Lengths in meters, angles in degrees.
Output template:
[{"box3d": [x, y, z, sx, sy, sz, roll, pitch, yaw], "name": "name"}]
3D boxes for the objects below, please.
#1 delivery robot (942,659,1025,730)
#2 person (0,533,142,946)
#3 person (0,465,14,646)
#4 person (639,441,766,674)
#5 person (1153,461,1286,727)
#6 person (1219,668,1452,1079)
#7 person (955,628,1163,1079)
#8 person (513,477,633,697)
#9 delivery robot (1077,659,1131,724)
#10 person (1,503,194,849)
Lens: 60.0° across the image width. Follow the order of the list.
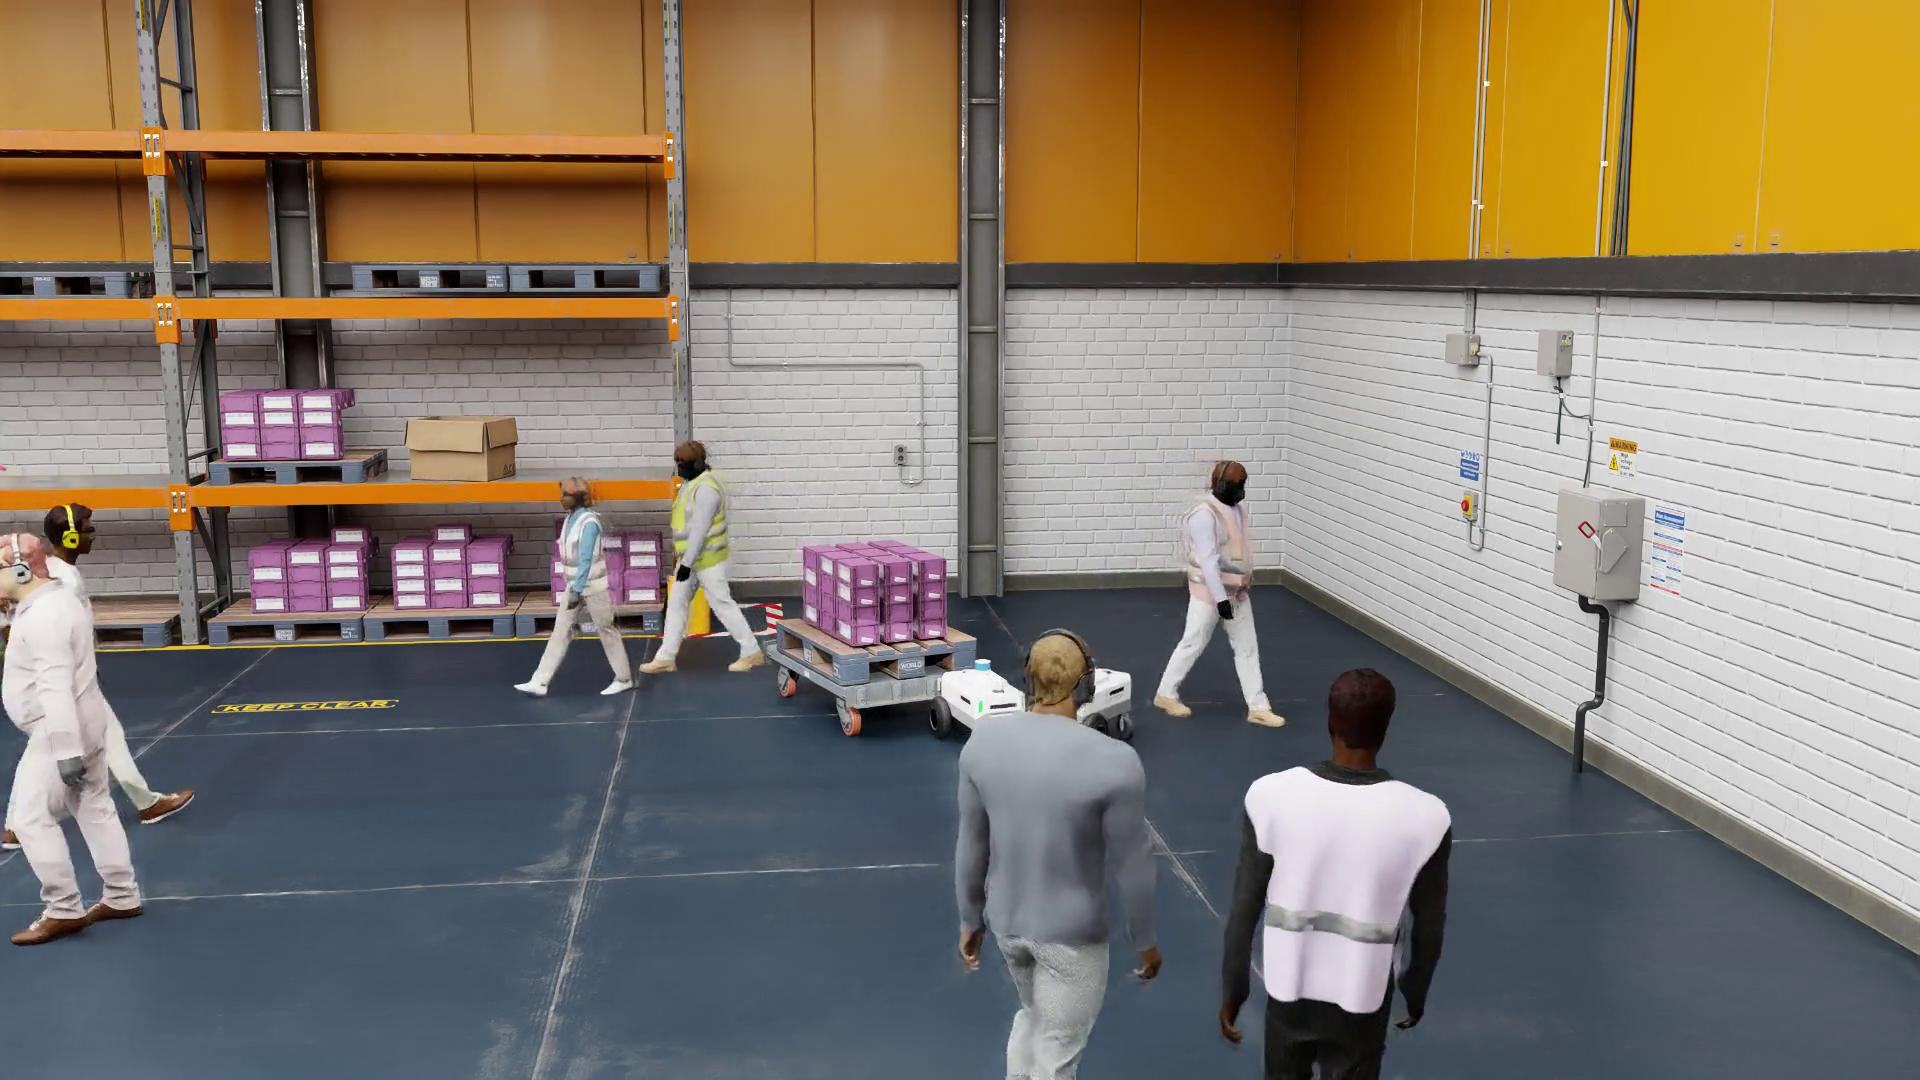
[{"box3d": [0.146, 1.009, 10.653, 0.477, 0.478, 0.707, -3, 10, -21], "name": "delivery robot"}, {"box3d": [-4.129, 0.895, 7.596, 0.616, 1.872, 0.665, -3, 10, -20], "name": "person"}, {"box3d": [-6.511, 0.294, 11.247, 0.976, 1.890, 0.558, -3, 10, -18], "name": "person"}, {"box3d": [-1.928, 0.137, 12.566, 0.911, 1.796, 0.618, -4, 10, -26], "name": "person"}, {"box3d": [1.729, 0.356, 11.223, 0.918, 1.803, 0.627, 8, 12, 41], "name": "person"}, {"box3d": [1.092, 1.315, 4.872, 0.621, 1.890, 0.498, 3, 10, 19], "name": "person"}, {"box3d": [0.330, 1.229, 5.323, 0.642, 1.916, 0.619, 7, 11, 37], "name": "person"}, {"box3d": [-2.730, 0.355, 11.805, 0.873, 1.591, 0.527, -7, 11, -36], "name": "person"}, {"box3d": [0.805, 1.001, 10.702, 0.477, 0.478, 0.707, 6, 11, 35], "name": "delivery robot"}, {"box3d": [-4.726, 0.704, 8.918, 0.538, 1.818, 0.971, 8, 12, 41], "name": "person"}]
